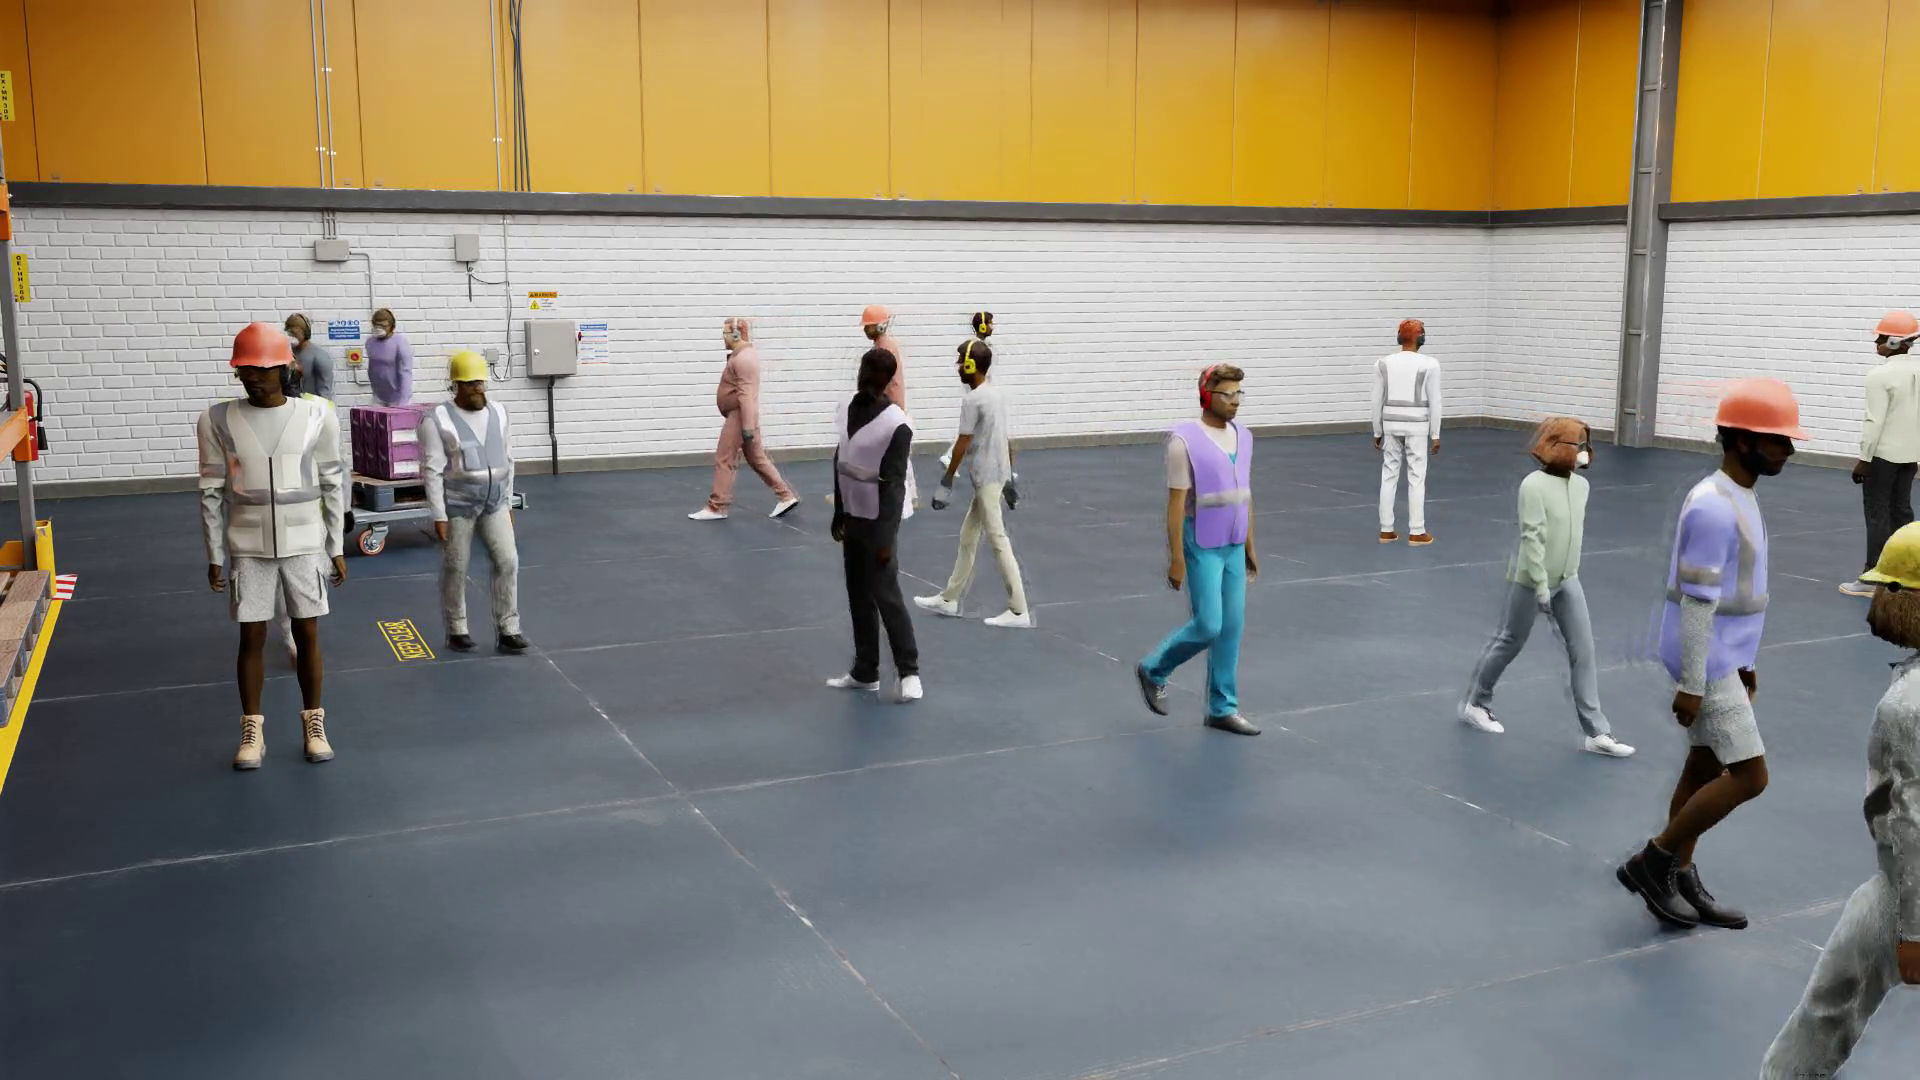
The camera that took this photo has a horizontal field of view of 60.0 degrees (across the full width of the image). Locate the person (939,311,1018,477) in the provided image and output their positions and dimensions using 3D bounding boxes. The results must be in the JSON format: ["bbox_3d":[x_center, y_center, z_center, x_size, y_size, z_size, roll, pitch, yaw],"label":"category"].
[{"bbox_3d":[0.200,-1.589,18.246,0.810,1.846,0.541,-3,10,-17],"label":"person"}]

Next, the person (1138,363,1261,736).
[{"bbox_3d":[1.227,0.039,8.186,0.583,1.833,0.549,-9,13,-44],"label":"person"}]

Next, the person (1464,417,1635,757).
[{"bbox_3d":[2.807,0.201,7.950,0.502,1.590,0.872,-5,11,-30],"label":"person"}]

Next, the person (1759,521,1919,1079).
[{"bbox_3d":[2.189,0.797,3.911,0.507,1.694,0.920,-7,11,-36],"label":"person"}]

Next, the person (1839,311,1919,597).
[{"bbox_3d":[6.471,-0.591,11.591,0.622,1.995,0.379,-5,10,-26],"label":"person"}]

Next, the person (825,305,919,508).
[{"bbox_3d":[-0.840,-1.240,15.768,0.995,1.939,0.605,-2,9,-9],"label":"person"}]

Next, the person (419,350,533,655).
[{"bbox_3d":[-2.819,-0.200,9.750,0.746,1.801,0.618,9,13,44],"label":"person"}]

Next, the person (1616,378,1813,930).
[{"bbox_3d":[2.601,0.410,5.646,0.426,1.920,0.540,5,10,29],"label":"person"}]

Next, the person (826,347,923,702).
[{"bbox_3d":[-0.438,-0.085,8.840,0.366,1.879,0.702,-6,11,-32],"label":"person"}]

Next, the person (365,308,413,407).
[{"bbox_3d":[-5.821,-1.425,17.076,0.655,1.893,0.546,4,10,25],"label":"person"}]

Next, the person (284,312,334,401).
[{"bbox_3d":[-5.685,-1.018,14.477,0.652,1.914,0.444,6,11,31],"label":"person"}]

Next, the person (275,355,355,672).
[{"bbox_3d":[-3.880,-0.188,9.650,0.623,1.814,0.818,-7,12,-39],"label":"person"}]

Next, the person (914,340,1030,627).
[{"bbox_3d":[0.062,-0.353,10.648,0.915,1.824,0.519,3,10,18],"label":"person"}]

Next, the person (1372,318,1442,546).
[{"bbox_3d":[3.709,-0.892,13.815,0.584,1.879,0.337,7,11,36],"label":"person"}]

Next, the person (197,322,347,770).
[{"bbox_3d":[-3.122,0.030,7.598,0.611,2.040,0.393,-4,10,-21],"label":"person"}]

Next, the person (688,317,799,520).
[{"bbox_3d":[-1.967,-1.109,15.226,0.978,1.864,0.657,0,9,-2],"label":"person"}]
